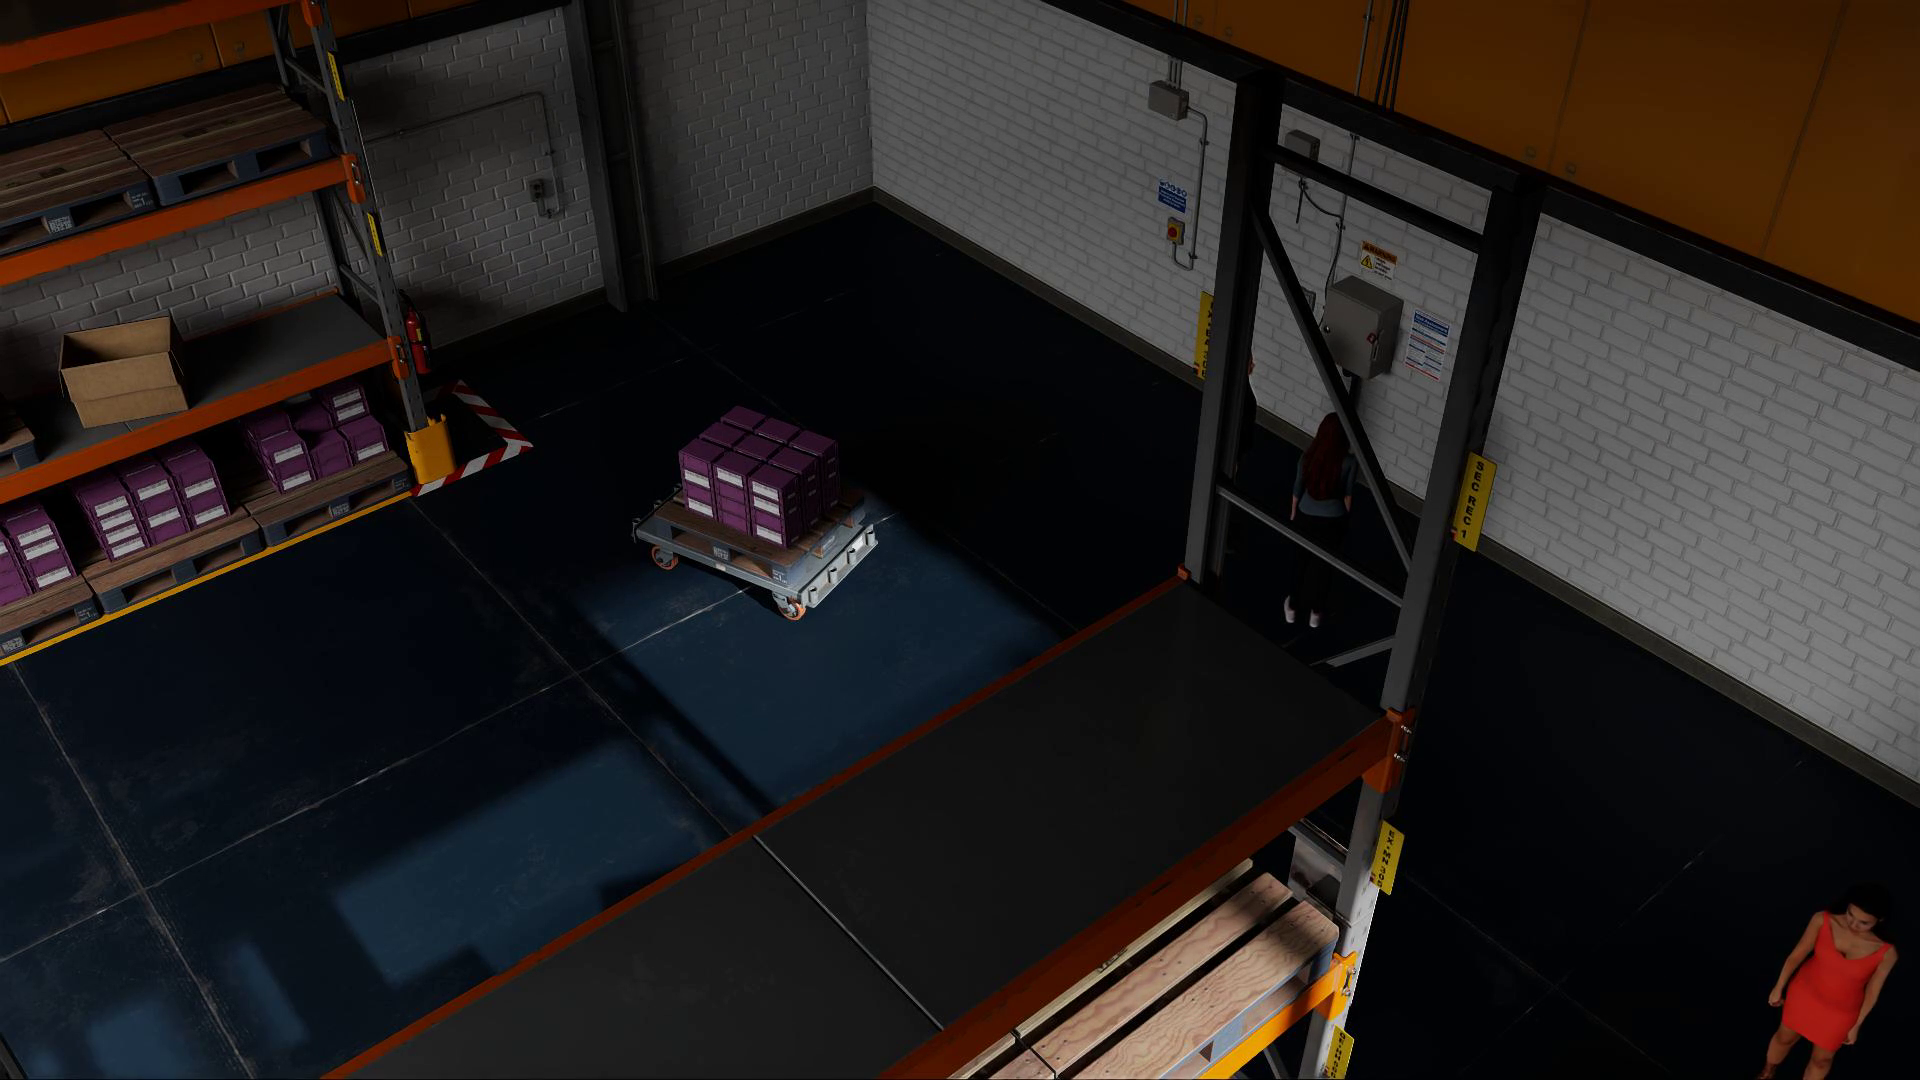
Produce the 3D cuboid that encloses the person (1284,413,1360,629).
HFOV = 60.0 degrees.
[{"bbox_3d":[2.509,-0.126,11.591,0.662,1.740,0.680,13,40,15],"label":"person"}]

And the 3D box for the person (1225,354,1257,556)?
[{"bbox_3d":[2.001,-0.693,12.309,0.727,1.729,0.650,9,40,11],"label":"person"}]

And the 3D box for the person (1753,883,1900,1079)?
[{"bbox_3d":[4.428,2.346,8.513,0.630,1.718,0.589,28,46,30],"label":"person"}]
